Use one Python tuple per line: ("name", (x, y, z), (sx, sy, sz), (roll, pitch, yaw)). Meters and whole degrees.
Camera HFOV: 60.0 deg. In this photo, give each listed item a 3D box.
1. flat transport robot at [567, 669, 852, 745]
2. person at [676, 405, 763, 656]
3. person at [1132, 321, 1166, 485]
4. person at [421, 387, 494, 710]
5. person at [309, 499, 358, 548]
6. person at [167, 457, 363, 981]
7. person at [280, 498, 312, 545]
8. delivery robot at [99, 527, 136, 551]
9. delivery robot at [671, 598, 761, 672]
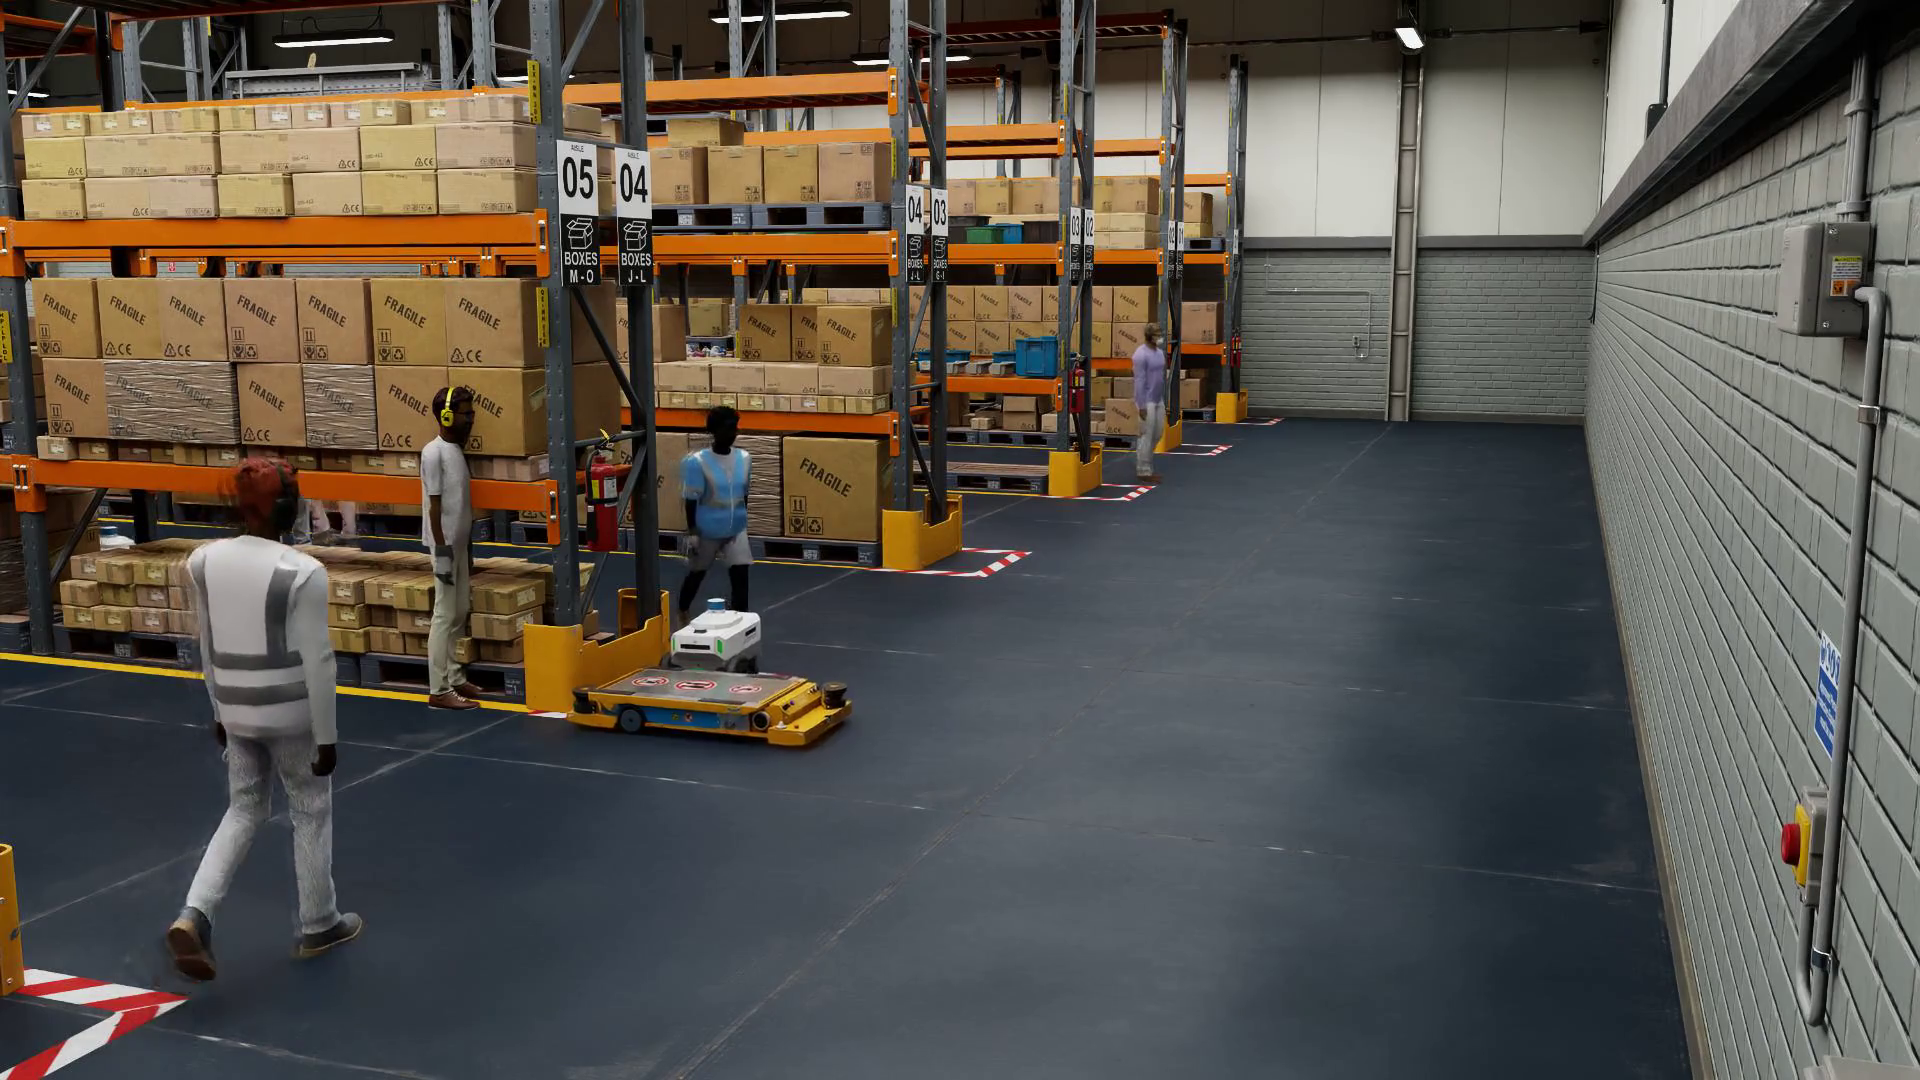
("flat transport robot", (-1.382, 0.901, 9.205), (1.431, 0.197, 0.652), (3, 10, 18))
("person", (-1.655, -0.081, 11.096), (0.543, 1.664, 0.894), (-7, 12, -39))
("person", (2.272, -1.635, 19.847), (0.373, 1.937, 0.639), (6, 11, 33))
("person", (-2.922, 0.048, 9.596), (0.326, 1.860, 0.515), (0, 9, 3))
("person", (-5.766, -0.885, 15.078), (0.585, 1.963, 0.643), (4, 10, 22))
("person", (-2.467, 0.636, 5.875), (0.588, 1.870, 0.730), (3, 9, 16))
("person", (-5.642, -0.650, 13.997), (0.429, 1.845, 0.621), (6, 11, 34))
("delivery robot", (-6.514, 0.140, 12.776), (0.707, 0.478, 0.477), (3, 10, 20))
("delivery robot", (-1.451, 0.594, 9.947), (0.477, 0.478, 0.707), (2, 9, 13))
